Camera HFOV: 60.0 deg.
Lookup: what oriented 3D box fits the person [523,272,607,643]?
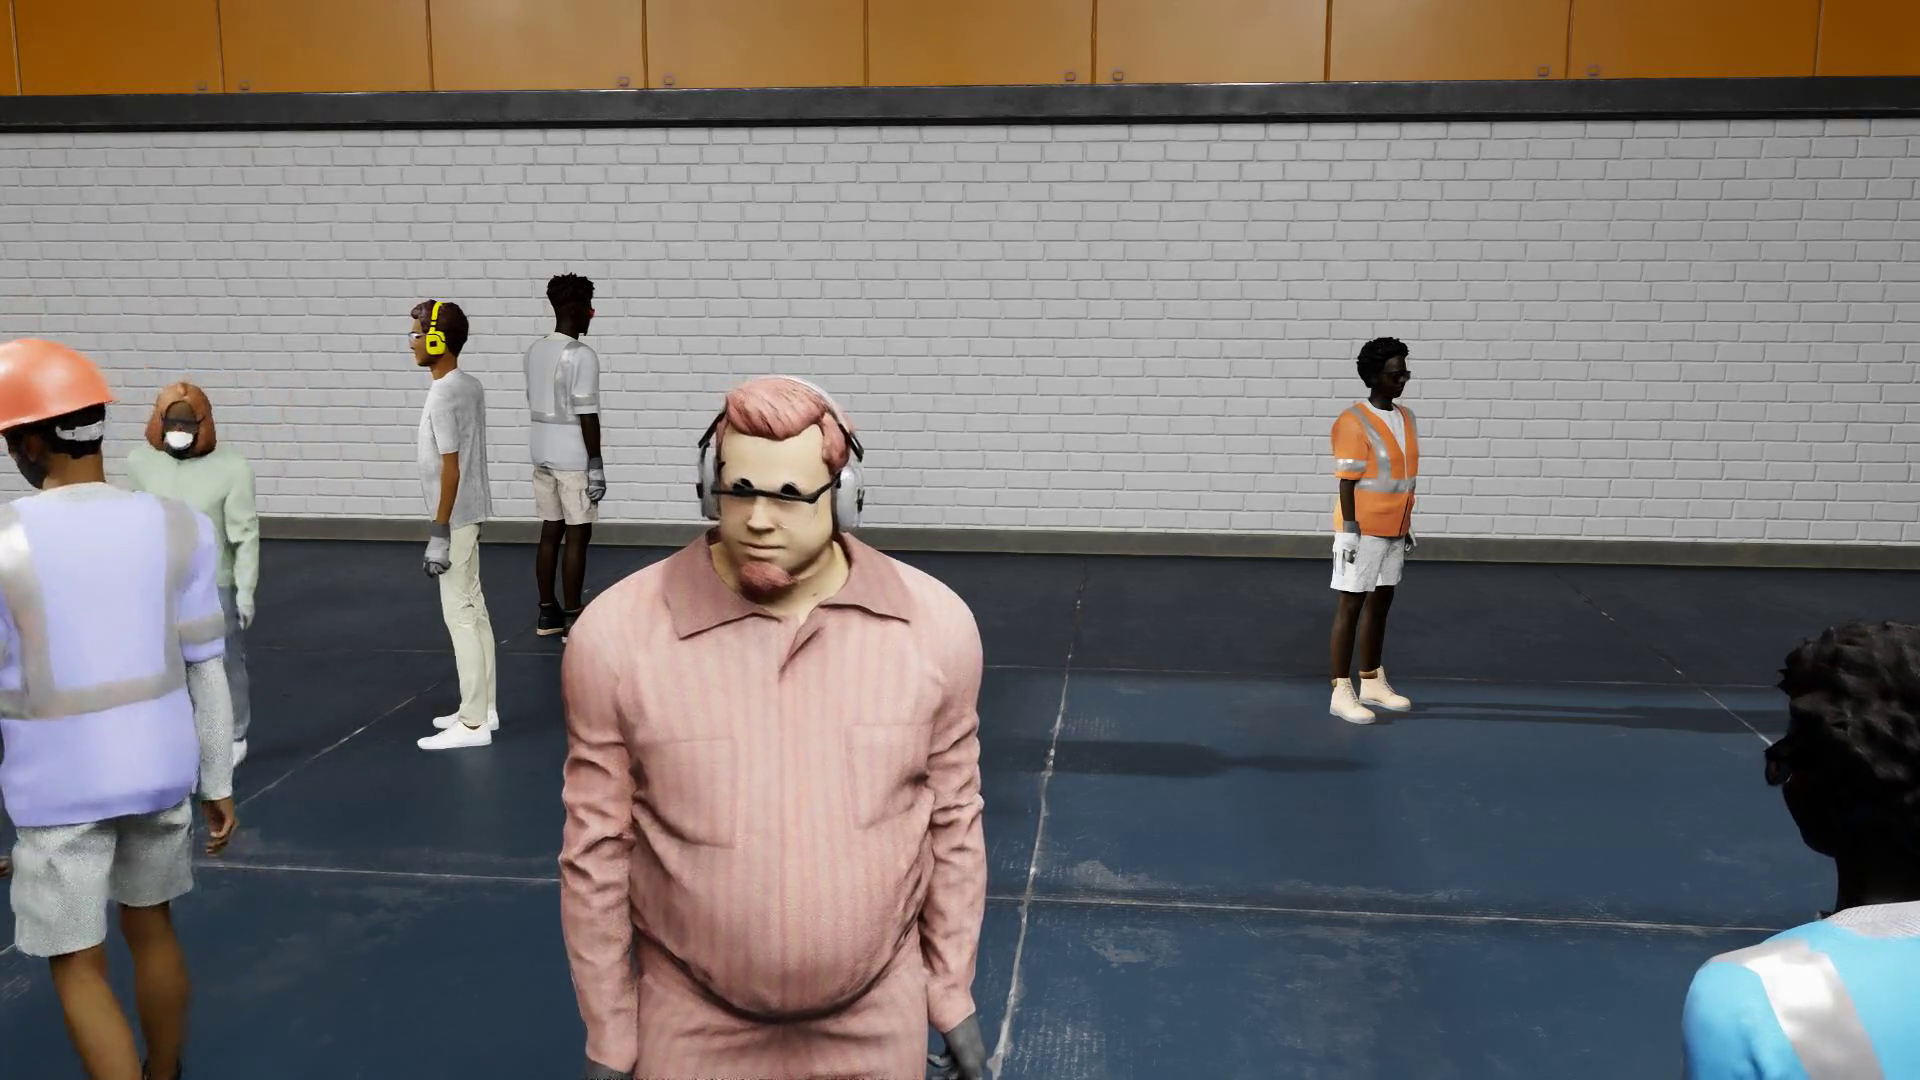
[{"bbox_3d":[-2.080,-0.435,8.850,0.378,1.958,0.607,-10,14,-44],"label":"person"}]

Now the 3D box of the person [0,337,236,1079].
[{"bbox_3d":[-1.804,0.524,3.545,0.824,1.905,0.551,9,14,43],"label":"person"}]

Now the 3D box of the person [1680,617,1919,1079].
[{"bbox_3d":[0.962,0.920,1.828,0.534,1.699,0.318,-4,11,-24],"label":"person"}]

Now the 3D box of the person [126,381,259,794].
[{"bbox_3d":[-2.912,0.181,6.357,0.510,1.574,0.789,-1,10,-4],"label":"person"}]

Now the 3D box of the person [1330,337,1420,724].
[{"bbox_3d":[1.841,-0.048,7.374,0.533,1.697,0.318,-9,14,-43],"label":"person"}]

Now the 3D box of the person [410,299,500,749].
[{"bbox_3d":[-2.130,-0.054,6.947,0.384,1.871,0.537,-1,10,-4],"label":"person"}]

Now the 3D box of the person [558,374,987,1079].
[{"bbox_3d":[-0.258,0.705,2.481,0.642,1.902,0.399,-3,10,-14],"label":"person"}]
